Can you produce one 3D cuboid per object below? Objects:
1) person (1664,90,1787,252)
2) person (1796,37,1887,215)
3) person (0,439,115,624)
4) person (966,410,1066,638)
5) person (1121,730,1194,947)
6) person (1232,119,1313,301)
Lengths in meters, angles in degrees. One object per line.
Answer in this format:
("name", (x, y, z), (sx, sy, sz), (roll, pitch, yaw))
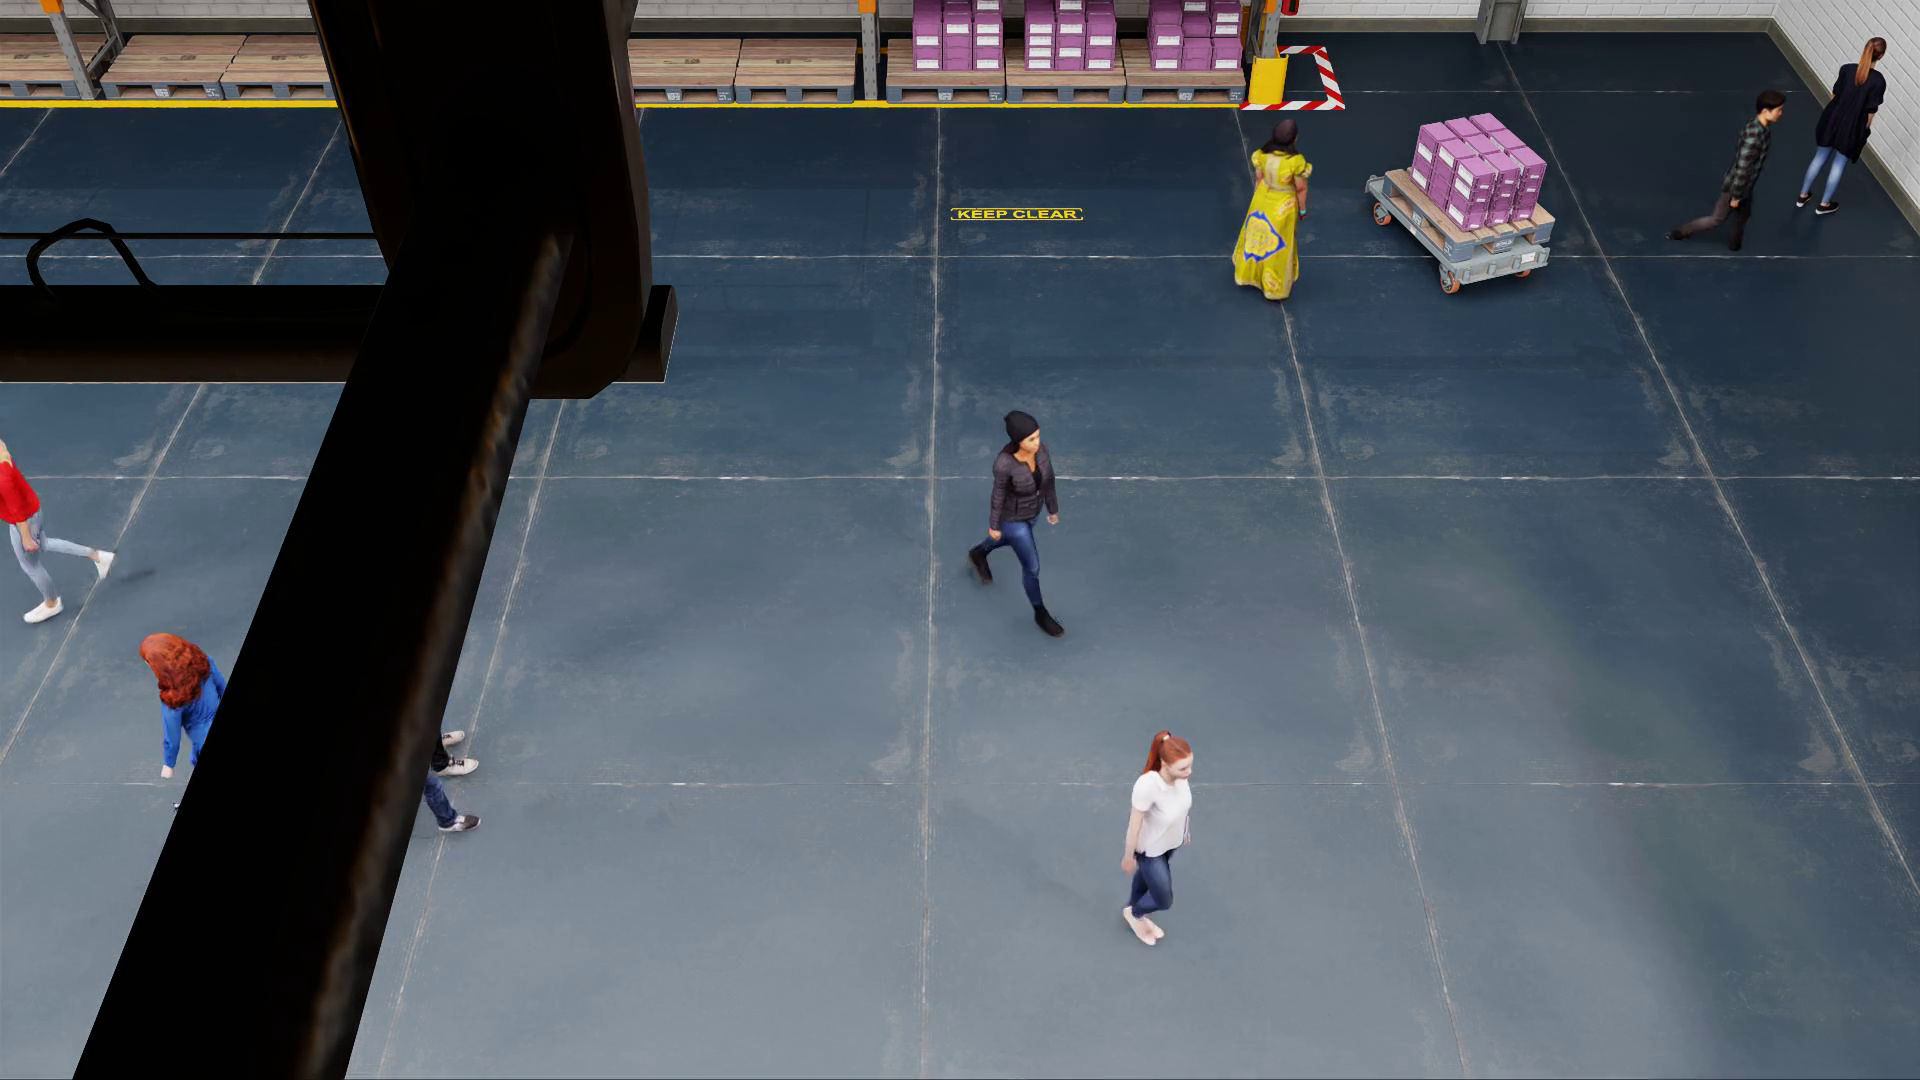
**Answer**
("person", (6.782, -3.174, 14.626), (1.160, 1.697, 1.030), (24, 49, 23))
("person", (7.955, -3.730, 14.961), (0.752, 1.683, 0.718), (-27, 50, -26))
("person", (-6.252, -0.169, 11.215), (1.034, 1.695, 0.899), (-23, 48, -22))
("person", (0.338, -0.192, 11.234), (1.191, 1.702, 1.208), (-32, 52, -29))
("person", (1.022, 1.635, 9.296), (0.745, 1.729, 0.700), (28, 50, 27))
("person", (2.658, -2.765, 13.967), (0.954, 1.657, 1.037), (30, 51, 28))
